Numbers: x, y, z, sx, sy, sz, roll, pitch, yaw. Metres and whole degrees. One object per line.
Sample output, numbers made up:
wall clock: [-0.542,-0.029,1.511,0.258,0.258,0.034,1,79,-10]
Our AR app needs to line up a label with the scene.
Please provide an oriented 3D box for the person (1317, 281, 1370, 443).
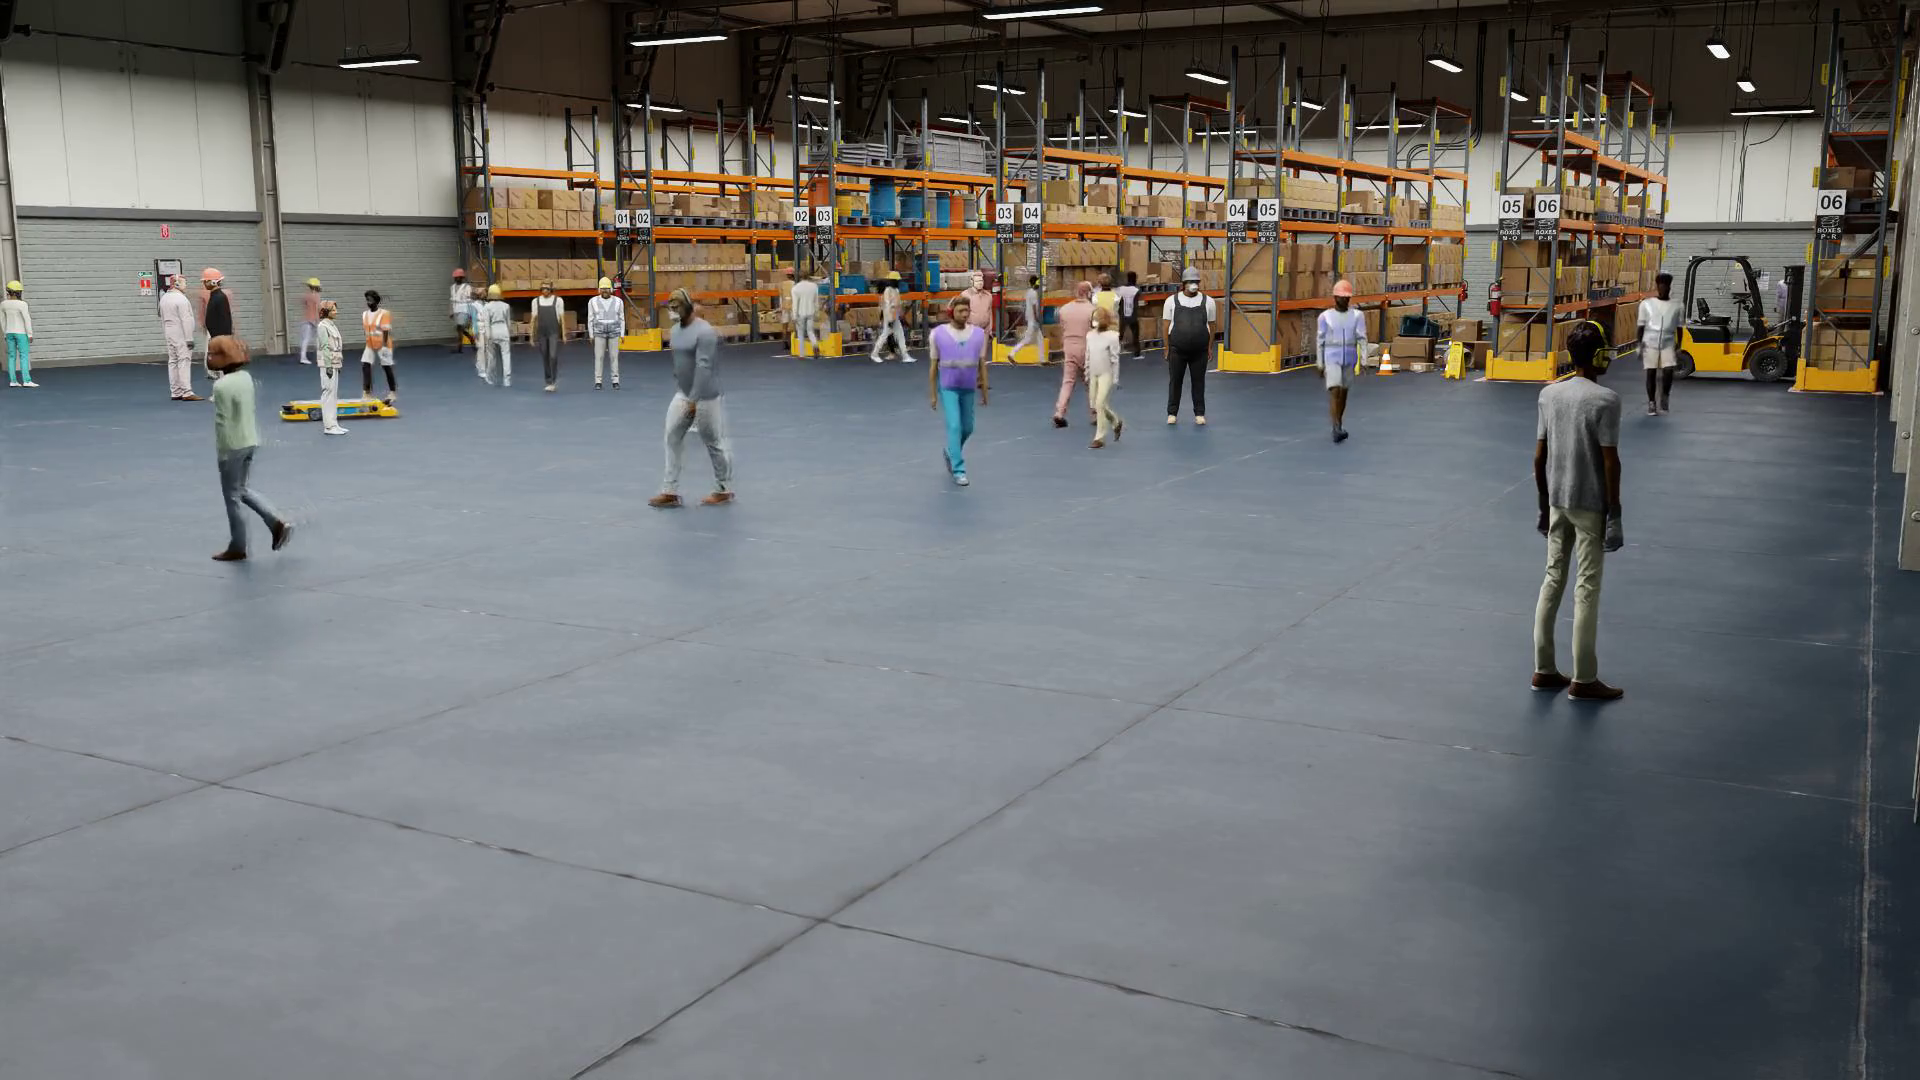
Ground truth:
person: [4.493,-2.093,19.557,0.563,1.883,1.016,0,10,-1]

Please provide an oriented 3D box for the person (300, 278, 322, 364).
person: [-13.014,-4.425,33.681,0.565,1.718,0.904,7,12,34]

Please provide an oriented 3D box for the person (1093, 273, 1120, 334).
person: [2.627,-3.991,30.742,0.646,1.868,0.987,5,11,26]

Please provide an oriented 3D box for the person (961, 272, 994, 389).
person: [0.279,-3.402,27.147,0.643,1.910,0.400,-6,11,-30]

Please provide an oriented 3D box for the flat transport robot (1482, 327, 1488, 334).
flat transport robot: [14.199,-5.804,45.996,0.652,0.197,1.431,2,10,12]

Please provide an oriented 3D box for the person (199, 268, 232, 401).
person: [-11.034,-3.033,24.731,0.397,1.991,0.621,-7,12,-34]

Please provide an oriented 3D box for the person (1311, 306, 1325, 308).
person: [9.173,-6.074,43.155,0.630,1.799,0.971,7,12,37]

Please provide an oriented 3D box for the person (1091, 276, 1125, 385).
person: [2.470,-3.528,28.079,0.620,1.845,0.430,1,10,6]

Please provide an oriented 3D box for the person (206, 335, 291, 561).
person: [-5.117,-0.649,11.841,0.458,1.619,0.520,0,10,2]

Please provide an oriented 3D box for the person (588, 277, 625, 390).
person: [-5.765,-3.370,27.174,0.591,1.833,0.404,-3,10,-16]

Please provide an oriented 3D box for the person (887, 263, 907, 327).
person: [-1.613,-5.998,42.004,0.622,2.022,0.635,4,10,22]

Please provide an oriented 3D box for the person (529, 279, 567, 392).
person: [-6.612,-3.252,26.551,0.555,1.805,0.846,0,10,1]

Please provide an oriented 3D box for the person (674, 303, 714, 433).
person: [-3.182,-2.074,20.240,0.518,1.612,0.734,-9,13,-43]

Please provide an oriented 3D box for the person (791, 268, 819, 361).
person: [-3.197,-4.656,34.420,0.636,1.926,0.556,-6,11,-30]

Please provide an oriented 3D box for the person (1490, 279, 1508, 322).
person: [13.585,-5.921,41.702,0.614,1.973,0.835,5,11,28]

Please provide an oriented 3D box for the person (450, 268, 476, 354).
person: [-11.165,-5.152,37.371,0.553,1.918,0.804,6,11,31]

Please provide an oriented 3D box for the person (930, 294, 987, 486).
person: [-0.040,-1.460,16.045,0.576,1.822,0.793,-4,10,-21]

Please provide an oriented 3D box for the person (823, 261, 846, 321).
person: [-2.906,-5.481,38.911,0.363,2.048,0.609,8,13,40]

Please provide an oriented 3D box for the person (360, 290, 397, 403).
person: [-8.636,-2.830,24.494,0.550,1.668,0.769,4,10,20]

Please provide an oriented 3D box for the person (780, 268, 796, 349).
person: [-3.949,-5.432,39.079,0.568,1.896,0.932,2,10,13]

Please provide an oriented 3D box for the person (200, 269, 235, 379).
person: [-13.246,-3.853,29.673,0.628,1.954,1.003,0,10,-1]

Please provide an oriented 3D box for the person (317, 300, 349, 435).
person: [-7.706,-2.108,20.355,0.308,1.641,0.514,-2,10,-11]

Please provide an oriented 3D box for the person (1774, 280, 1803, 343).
person: [20.662,-5.848,41.504,0.621,1.890,0.787,6,11,29]

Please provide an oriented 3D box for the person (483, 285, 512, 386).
person: [-7.789,-3.437,27.985,0.484,1.693,0.918,-6,11,-31]

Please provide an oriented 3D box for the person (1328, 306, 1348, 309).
person: [9.973,-6.236,43.873,0.548,1.859,0.386,4,11,24]

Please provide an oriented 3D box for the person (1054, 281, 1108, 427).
person: [1.538,-2.374,21.269,0.642,1.866,0.955,6,12,33]

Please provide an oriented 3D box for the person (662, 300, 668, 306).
person: [-7.718,-6.284,44.092,0.561,1.889,0.986,7,12,36]

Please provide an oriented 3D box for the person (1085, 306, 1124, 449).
person: [1.664,-1.858,18.985,0.645,1.615,0.507,-8,13,-39]

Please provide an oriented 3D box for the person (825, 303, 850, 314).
person: [-3.103,-5.925,42.146,0.582,1.827,0.998,4,10,21]

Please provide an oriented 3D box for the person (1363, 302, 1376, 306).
person: [11.762,-6.993,48.148,0.833,1.910,0.662,3,10,15]

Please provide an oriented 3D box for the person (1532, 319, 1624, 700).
person: [3.063,-0.147,8.201,0.329,1.872,0.508,-6,11,-30]

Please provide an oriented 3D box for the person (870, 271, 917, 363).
person: [-1.396,-4.549,33.955,1.002,1.885,0.600,4,11,23]

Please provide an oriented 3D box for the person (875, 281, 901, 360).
person: [-1.522,-4.594,34.813,0.504,1.662,0.561,0,10,-2]

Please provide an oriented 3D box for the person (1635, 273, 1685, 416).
person: [9.533,-2.659,22.677,0.614,1.949,0.436,3,10,19]

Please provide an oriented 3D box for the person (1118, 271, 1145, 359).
person: [3.488,-4.694,34.832,0.588,1.874,0.984,9,13,42]

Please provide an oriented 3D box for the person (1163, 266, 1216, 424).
person: [2.966,-2.507,21.515,0.683,2.000,0.537,0,10,3]

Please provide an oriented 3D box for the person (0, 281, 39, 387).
person: [-15.639,-3.412,27.621,0.534,1.767,0.319,2,10,11]

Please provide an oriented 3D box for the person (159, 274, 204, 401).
person: [-11.730,-3.040,25.049,0.638,1.904,0.402,7,12,36]

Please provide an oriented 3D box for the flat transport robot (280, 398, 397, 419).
flat transport robot: [-8.366,-1.770,22.374,1.431,0.197,0.652,-5,11,-25]

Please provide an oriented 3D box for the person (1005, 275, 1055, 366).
person: [1.378,-4.345,32.962,0.938,1.817,0.571,0,10,-1]

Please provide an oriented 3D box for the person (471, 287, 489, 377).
person: [-8.553,-3.727,29.868,0.381,1.623,0.537,4,10,22]

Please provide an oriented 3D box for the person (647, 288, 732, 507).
person: [-2.346,-1.202,14.315,0.634,1.893,0.898,9,13,42]
